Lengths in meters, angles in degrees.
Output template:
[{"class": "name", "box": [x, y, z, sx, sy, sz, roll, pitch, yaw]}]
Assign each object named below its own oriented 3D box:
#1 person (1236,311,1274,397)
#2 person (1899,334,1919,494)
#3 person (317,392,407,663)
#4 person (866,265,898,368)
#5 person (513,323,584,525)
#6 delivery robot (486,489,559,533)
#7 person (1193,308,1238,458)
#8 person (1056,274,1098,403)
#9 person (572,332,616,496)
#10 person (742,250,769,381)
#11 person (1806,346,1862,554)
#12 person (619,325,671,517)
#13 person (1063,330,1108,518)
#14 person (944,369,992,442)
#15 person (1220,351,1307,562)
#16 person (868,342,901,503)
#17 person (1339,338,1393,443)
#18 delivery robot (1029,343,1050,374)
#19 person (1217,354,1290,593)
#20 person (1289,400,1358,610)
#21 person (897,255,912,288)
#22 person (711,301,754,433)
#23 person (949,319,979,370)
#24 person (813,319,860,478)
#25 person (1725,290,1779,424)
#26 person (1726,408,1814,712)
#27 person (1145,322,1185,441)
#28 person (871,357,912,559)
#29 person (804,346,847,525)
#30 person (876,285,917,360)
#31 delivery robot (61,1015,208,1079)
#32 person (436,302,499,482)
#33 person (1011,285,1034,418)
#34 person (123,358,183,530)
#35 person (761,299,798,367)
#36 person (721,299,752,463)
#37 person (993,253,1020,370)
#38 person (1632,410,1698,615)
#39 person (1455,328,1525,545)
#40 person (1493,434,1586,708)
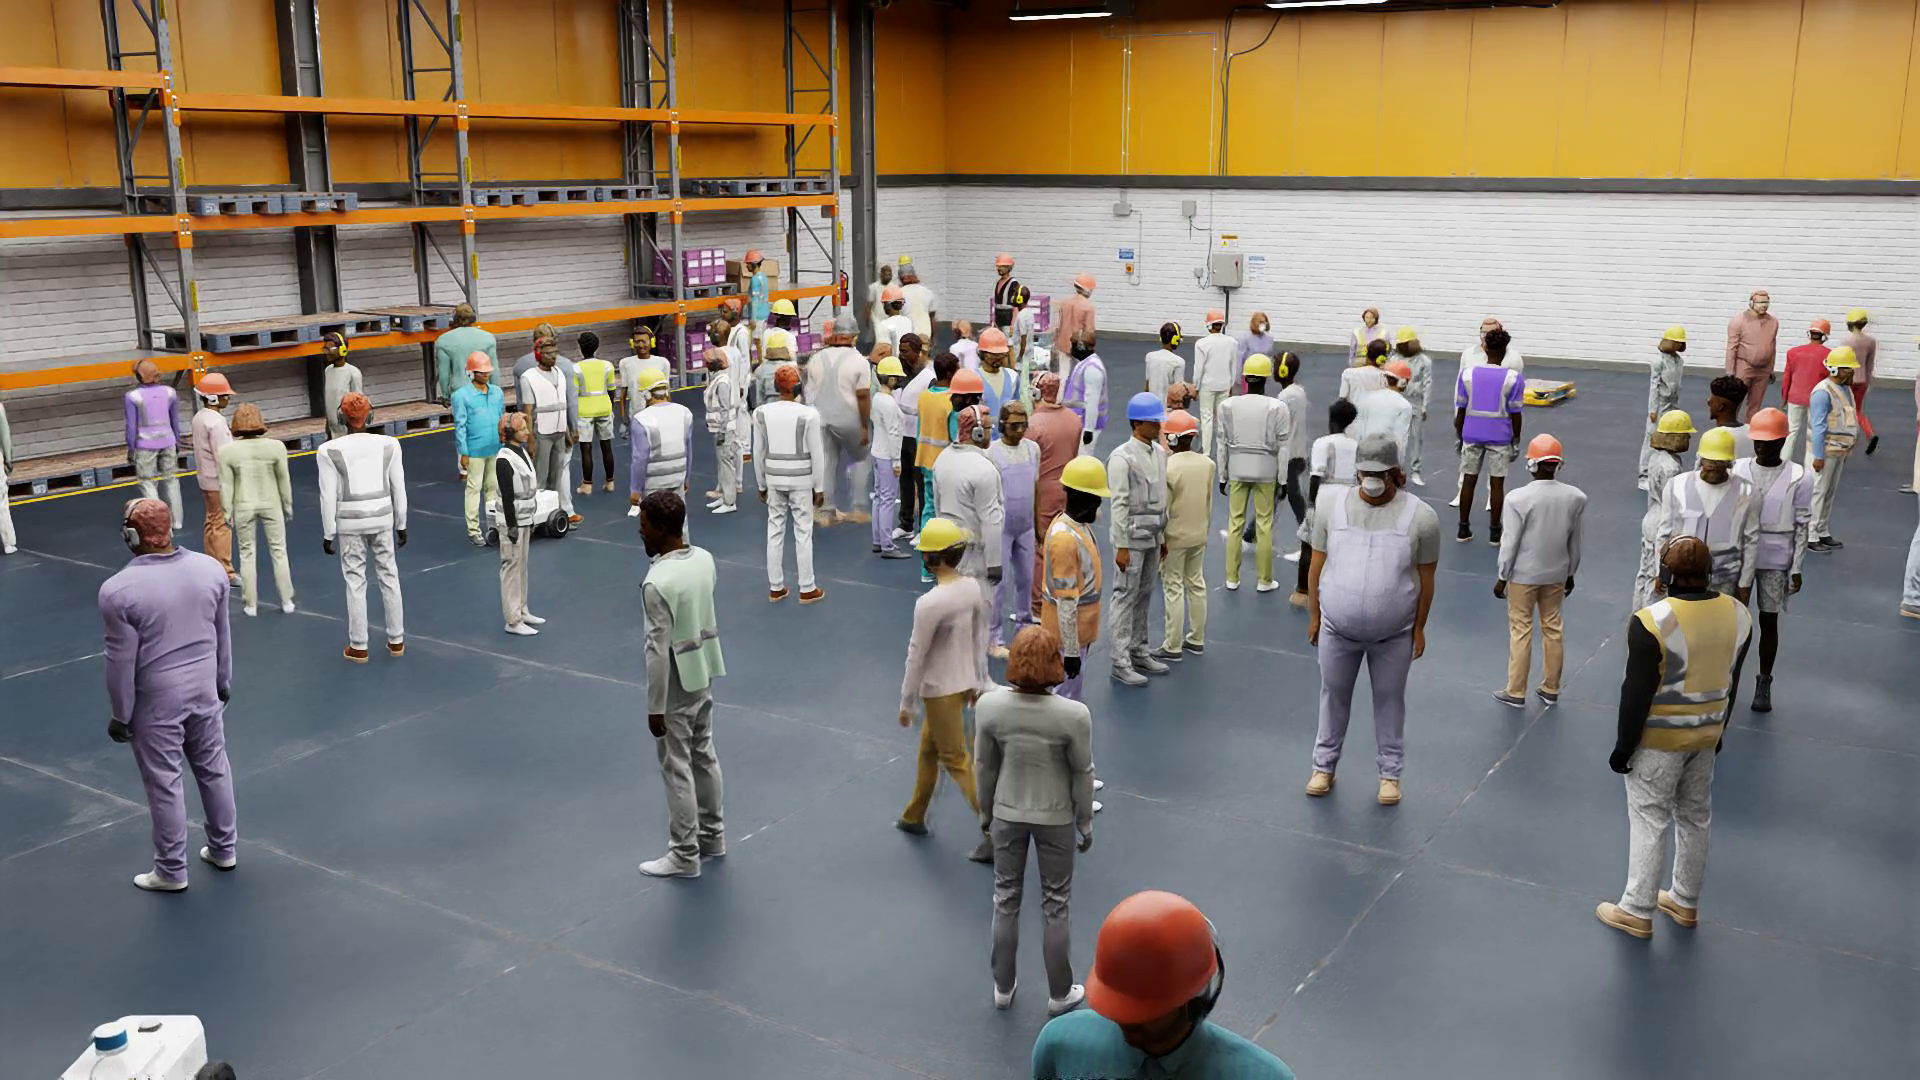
[{"class": "person", "box": [3.615, -2.028, 20.534, 0.499, 1.616, 0.490, -6, 14, -24]}, {"class": "person", "box": [10.047, -1.361, 17.327, 0.340, 1.760, 0.525, 8, 15, 32]}, {"class": "person", "box": [-4.123, -0.086, 11.526, 0.584, 1.882, 0.349, -9, 16, -34]}, {"class": "person", "box": [-1.248, -3.495, 26.553, 0.504, 1.788, 0.961, -6, 14, -26]}, {"class": "person", "box": [-3.881, -1.082, 15.722, 0.630, 1.940, 0.372, 4, 13, 15]}, {"class": "delivery robot", "box": [-3.981, -0.295, 15.134, 0.477, 0.478, 0.707, 6, 14, 24]}, {"class": "person", "box": [2.925, -1.793, 19.210, 0.566, 1.751, 0.329, -6, 14, -23]}, {"class": "person", "box": [1.549, -2.507, 21.913, 0.615, 1.949, 0.718, 12, 18, 42]}, {"class": "person", "box": [-3.806, -1.303, 17.213, 0.535, 1.697, 0.318, -10, 16, -36]}, {"class": "person", "box": [-3.194, -3.506, 26.039, 0.403, 2.035, 0.604, 1, 13, 6]}, {"class": "person", "box": [7.719, -0.801, 14.735, 0.600, 1.832, 0.404, -12, 18, -43]}, {"class": "person", "box": [-3.058, -1.157, 16.199, 0.533, 1.871, 0.320, -2, 13, -10]}, {"class": "person", "box": [1.212, -1.124, 16.155, 0.429, 1.830, 0.642, -1, 13, -4]}, {"class": "person", "box": [0.069, -0.303, 12.343, 0.376, 1.939, 0.547, -1, 13, -3]}, {"class": "person", "box": [2.723, -0.721, 14.401, 0.941, 1.822, 0.555, 6, 14, 25]}, {"class": "person", "box": [-0.782, -1.187, 16.847, 0.276, 1.633, 0.507, -4, 14, -18]}, {"class": "person", "box": [3.712, -0.947, 15.384, 0.577, 1.832, 0.373, 0, 13, 0]}, {"class": "delivery robot", "box": [1.181, -2.884, 26.366, 0.477, 0.478, 0.707, 5, 14, 19]}, {"class": "person", "box": [2.349, -0.530, 13.351, 0.587, 1.928, 0.362, 5, 14, 20]}, {"class": "person", "box": [2.803, -0.238, 12.695, 0.589, 1.649, 0.645, -6, 14, -26]}, {"class": "person", "box": [-0.957, -4.168, 29.510, 0.340, 1.761, 0.524, -7, 15, -28]}, {"class": "person", "box": [-2.916, -2.234, 21.322, 0.537, 1.668, 0.817, 6, 14, 25]}, {"class": "person", "box": [0.012, -1.733, 19.231, 0.363, 1.638, 0.542, 10, 16, 36]}, {"class": "person", "box": [-1.355, -1.553, 18.203, 0.575, 1.742, 0.356, 4, 14, 16]}, {"class": "person", "box": [9.494, -2.036, 19.932, 0.651, 1.906, 0.401, -2, 13, -9]}, {"class": "person", "box": [5.025, 0.125, 10.491, 0.552, 1.935, 0.366, 9, 16, 33]}, {"class": "person", "box": [2.052, -1.251, 16.644, 0.338, 1.858, 0.523, -11, 17, -41]}, {"class": "person", "box": [-0.617, -0.718, 14.527, 0.310, 1.766, 0.525, -4, 14, -17]}, {"class": "person", "box": [-1.281, -1.004, 15.910, 0.320, 1.698, 0.531, 7, 15, 28]}, {"class": "person", "box": [-0.760, -1.856, 18.851, 0.378, 2.041, 0.616, 10, 16, 36]}, {"class": "delivery robot", "box": [-2.873, 1.887, 5.672, 0.477, 0.478, 0.707, 0, 13, 0]}, {"class": "person", "box": [-5.278, -1.586, 17.910, 0.627, 1.940, 0.372, -4, 14, -16]}, {"class": "person", "box": [0.777, -2.292, 21.124, 0.312, 1.869, 0.538, 3, 13, 13]}, {"class": "person", "box": [-7.476, -0.866, 15.447, 0.314, 1.641, 0.519, 9, 16, 34]}, {"class": "person", "box": [-1.978, -1.717, 18.524, 0.398, 1.920, 0.586, -11, 17, -39]}, {"class": "person", "box": [-2.578, -1.814, 19.022, 0.355, 1.882, 0.576, -7, 15, -27]}, {"class": "person", "box": [0.665, -3.278, 25.009, 0.357, 2.047, 0.615, -7, 15, -28]}, {"class": "person", "box": [4.938, -0.045, 11.653, 0.294, 1.744, 0.487, 2, 13, 8]}, {"class": "person", "box": [4.766, -0.926, 15.006, 0.603, 1.959, 0.372, 8, 15, 31]}, {"class": "person", "box": [3.664, 0.194, 10.593, 0.574, 1.749, 0.337, -3, 13, -13]}]
